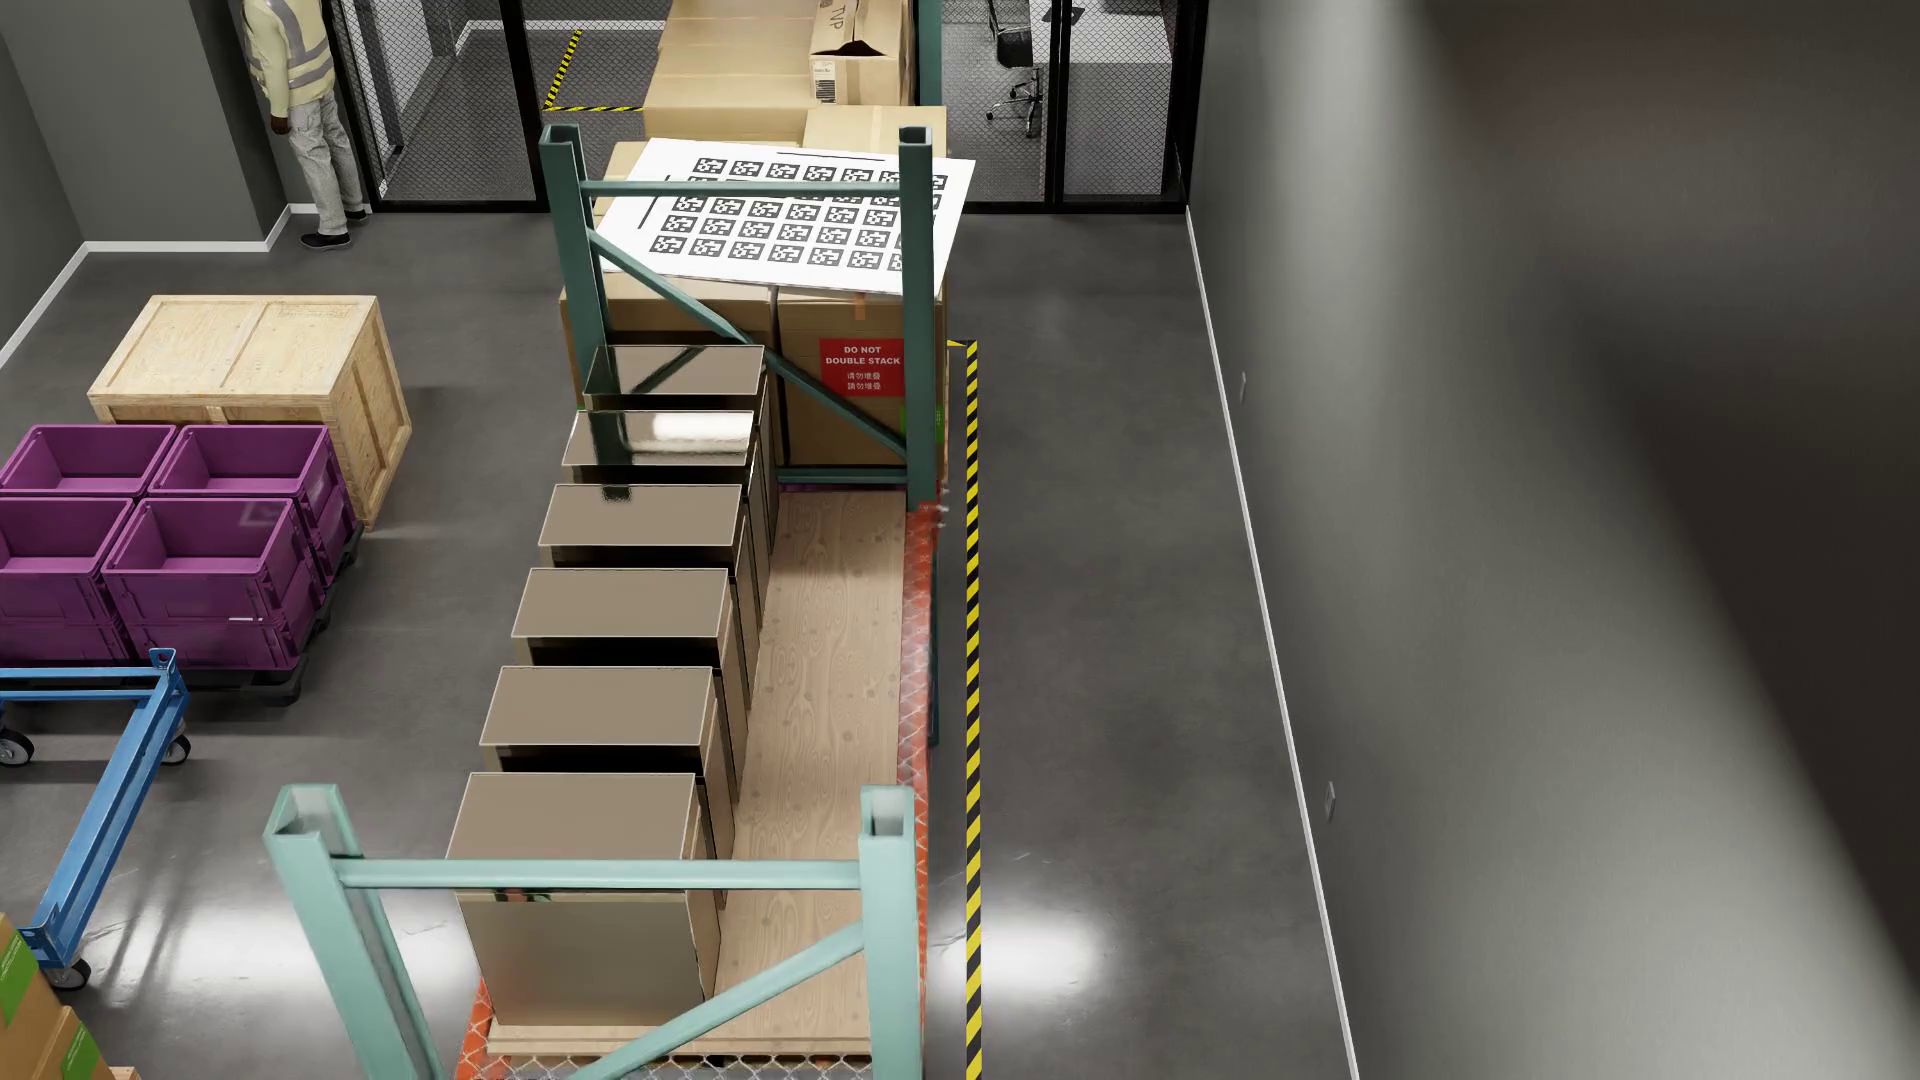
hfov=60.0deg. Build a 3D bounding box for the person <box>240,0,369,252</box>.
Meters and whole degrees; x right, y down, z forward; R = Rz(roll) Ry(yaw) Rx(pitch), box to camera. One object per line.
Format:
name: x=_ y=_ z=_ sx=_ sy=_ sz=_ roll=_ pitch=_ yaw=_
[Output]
person: x=-3.472 y=-2.392 z=8.700 sx=0.403 sy=1.833 sz=0.591 roll=5 pitch=41 yaw=6
